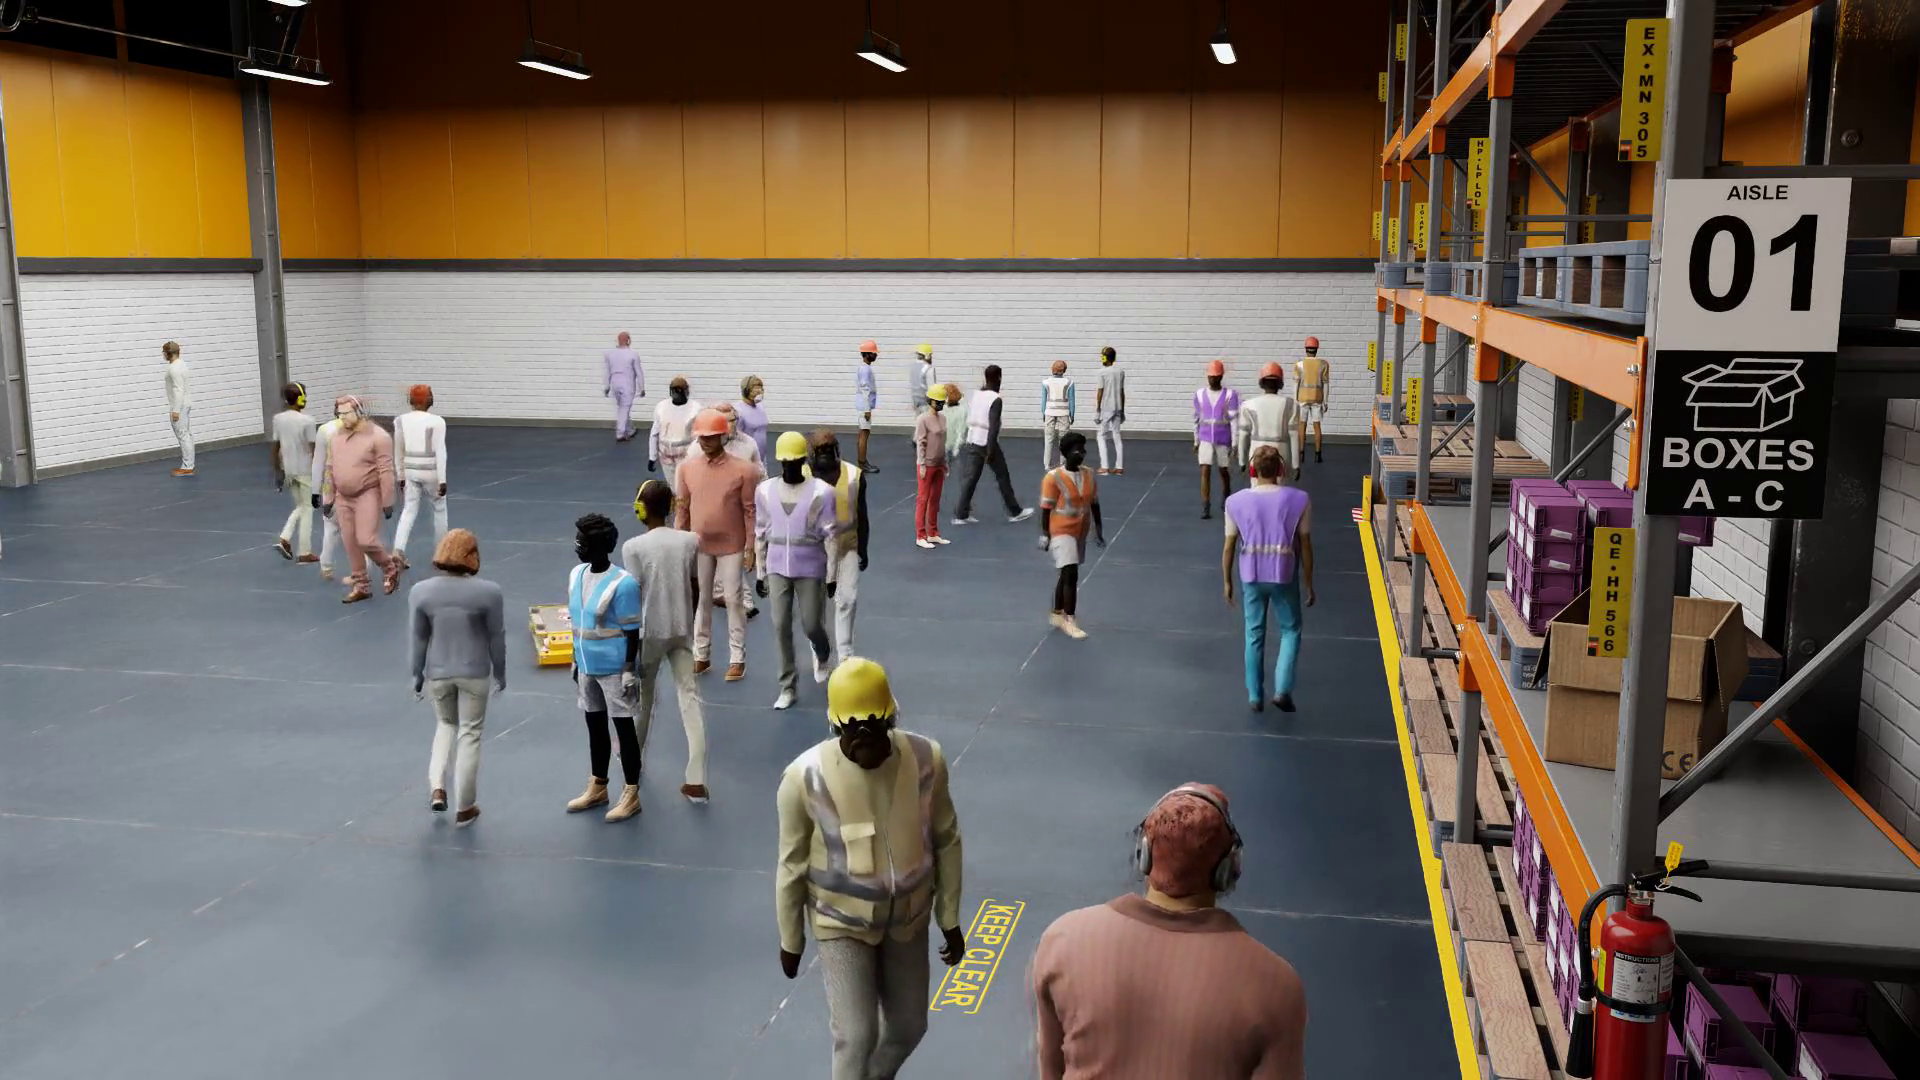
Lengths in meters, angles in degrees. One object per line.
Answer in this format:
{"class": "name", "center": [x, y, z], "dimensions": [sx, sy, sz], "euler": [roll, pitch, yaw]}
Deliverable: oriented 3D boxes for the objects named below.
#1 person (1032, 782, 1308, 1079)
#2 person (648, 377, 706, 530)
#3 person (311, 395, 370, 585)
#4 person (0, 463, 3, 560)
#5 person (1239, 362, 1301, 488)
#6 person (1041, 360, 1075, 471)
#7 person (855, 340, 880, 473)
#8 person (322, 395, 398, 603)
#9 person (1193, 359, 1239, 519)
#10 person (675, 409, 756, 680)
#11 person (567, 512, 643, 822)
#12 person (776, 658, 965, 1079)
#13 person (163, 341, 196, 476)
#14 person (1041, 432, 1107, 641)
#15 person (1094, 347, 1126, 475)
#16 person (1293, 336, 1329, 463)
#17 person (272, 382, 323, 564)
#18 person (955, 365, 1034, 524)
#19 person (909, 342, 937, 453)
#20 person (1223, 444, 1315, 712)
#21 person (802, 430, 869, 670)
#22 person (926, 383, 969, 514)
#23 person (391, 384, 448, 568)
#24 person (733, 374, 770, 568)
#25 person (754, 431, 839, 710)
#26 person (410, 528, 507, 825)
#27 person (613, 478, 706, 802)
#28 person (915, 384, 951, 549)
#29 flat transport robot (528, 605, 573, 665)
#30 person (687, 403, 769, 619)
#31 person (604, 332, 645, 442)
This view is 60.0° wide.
{"class": "person", "center": [0.496, 1.472, 3.870], "dimensions": [0.668, 1.870, 0.888], "euler": [4, 10, 20]}
{"class": "person", "center": [-3.111, -0.913, 18.447], "dimensions": [0.619, 1.802, 0.952], "euler": [3, 10, 15]}
{"class": "person", "center": [-5.875, -0.477, 15.860], "dimensions": [0.708, 1.789, 0.825], "euler": [-8, 13, -41]}
{"class": "person", "center": [-10.026, -0.576, 16.908], "dimensions": [0.518, 1.638, 0.318], "euler": [-5, 11, -30]}
{"class": "person", "center": [3.240, -0.844, 17.376], "dimensions": [0.644, 2.009, 0.908], "euler": [2, 10, 14]}
{"class": "person", "center": [1.434, -1.815, 24.377], "dimensions": [0.515, 1.635, 0.313], "euler": [3, 10, 16]}
{"class": "person", "center": [-1.346, -1.946, 24.246], "dimensions": [0.377, 1.938, 0.547], "euler": [-1, 9, -6]}
{"class": "person", "center": [-5.393, -0.371, 14.949], "dimensions": [0.645, 1.880, 0.460], "euler": [3, 10, 19]}
{"class": "person", "center": [3.102, -1.236, 20.073], "dimensions": [0.559, 1.915, 0.875], "euler": [3, 10, 19]}
{"class": "person", "center": [-1.781, 0.039, 12.118], "dimensions": [0.622, 1.992, 0.396], "euler": [2, 10, 12]}
{"class": "person", "center": [-1.943, 0.688, 9.094], "dimensions": [0.536, 1.699, 0.321], "euler": [7, 12, 38]}
{"class": "person", "center": [-0.324, 1.233, 5.560], "dimensions": [0.609, 1.789, 0.621], "euler": [-4, 10, -24]}
{"class": "person", "center": [-11.216, -1.885, 23.883], "dimensions": [0.350, 1.936, 0.635], "euler": [-3, 10, -17]}
{"class": "person", "center": [0.957, -0.035, 13.507], "dimensions": [0.543, 1.669, 0.693], "euler": [-8, 12, -40]}
{"class": "person", "center": [2.165, -1.853, 24.013], "dimensions": [0.539, 1.844, 0.438], "euler": [-7, 12, -36]}
{"class": "person", "center": [5.359, -2.146, 25.459], "dimensions": [0.552, 1.932, 0.377], "euler": [1, 10, 8]}
{"class": "person", "center": [-6.655, -0.669, 16.803], "dimensions": [0.521, 1.856, 0.429], "euler": [4, 10, 25]}
{"class": "person", "center": [0.358, -1.114, 19.481], "dimensions": [0.967, 1.858, 0.588], "euler": [-6, 11, -32]}
{"class": "person", "center": [-0.590, -2.190, 26.073], "dimensions": [0.523, 1.815, 0.600], "euler": [-7, 12, -36]}
{"class": "person", "center": [2.073, 0.275, 11.167], "dimensions": [0.626, 1.834, 0.494], "euler": [3, 10, 16]}
{"class": "person", "center": [-0.980, 0.105, 12.252], "dimensions": [0.654, 1.814, 0.702], "euler": [-2, 10, -10]}
{"class": "person", "center": [-0.157, -1.084, 20.042], "dimensions": [0.763, 1.594, 0.522], "euler": [-9, 13, -43]}
{"class": "person", "center": [-5.441, -0.648, 16.719], "dimensions": [0.591, 1.850, 0.952], "euler": [2, 10, 13]}
{"class": "person", "center": [-2.101, -0.697, 16.727], "dimensions": [0.372, 1.939, 0.631], "euler": [3, 10, 20]}
{"class": "person", "center": [-1.124, 0.182, 11.522], "dimensions": [0.593, 1.906, 0.672], "euler": [2, 10, 11]}
{"class": "person", "center": [-2.713, 0.739, 9.037], "dimensions": [0.497, 1.615, 0.365], "euler": [0, 9, 2]}
{"class": "person", "center": [-1.728, 0.548, 9.591], "dimensions": [0.529, 1.812, 0.995], "euler": [-6, 11, -34]}
{"class": "person", "center": [-0.279, -0.796, 17.866], "dimensions": [0.332, 1.759, 0.523], "euler": [6, 11, 32]}
{"class": "flat transport robot", "center": [-3.047, 0.721, 13.192], "dimensions": [0.652, 0.197, 1.431], "euler": [-3, 10, -18]}
{"class": "person", "center": [-1.931, -0.259, 14.328], "dimensions": [0.777, 1.843, 0.978], "euler": [-7, 12, -38]}
{"class": "person", "center": [-5.713, -2.641, 28.641], "dimensions": [0.675, 1.859, 0.981], "euler": [4, 10, 21]}
